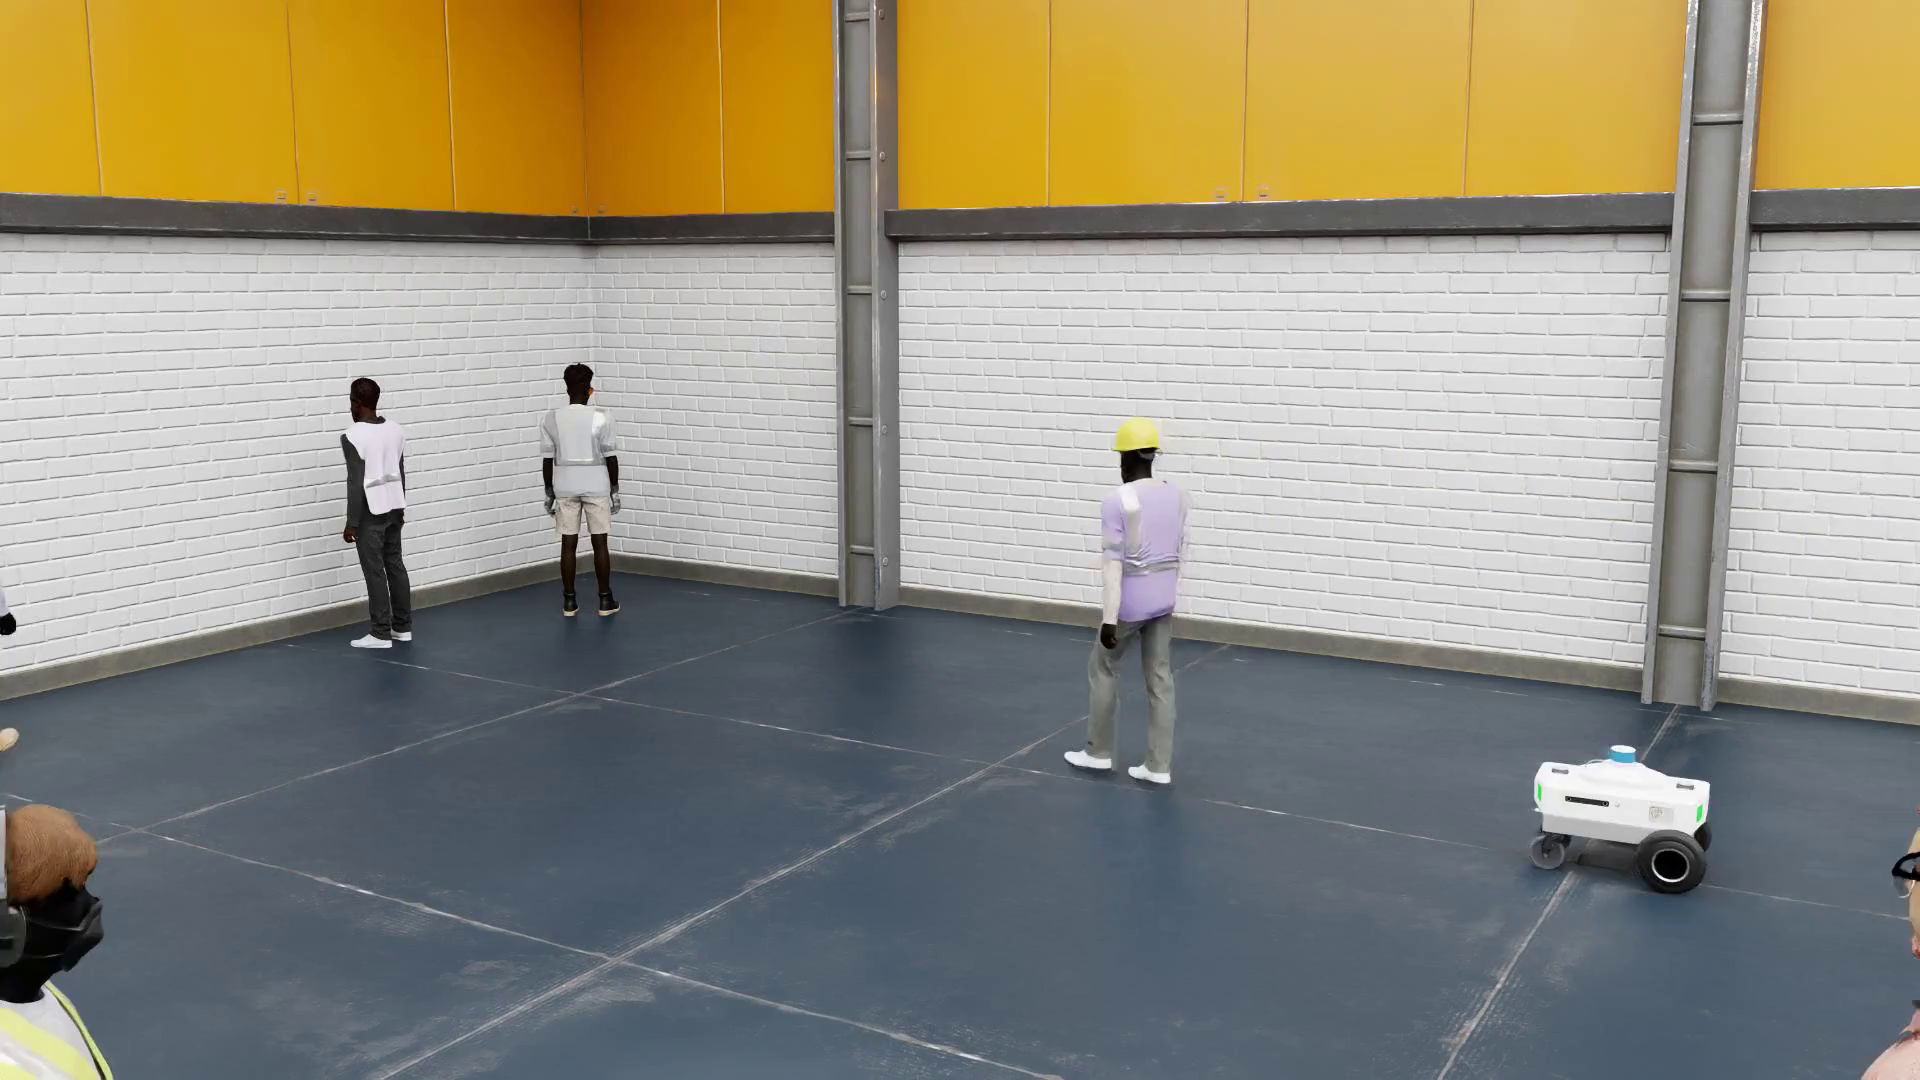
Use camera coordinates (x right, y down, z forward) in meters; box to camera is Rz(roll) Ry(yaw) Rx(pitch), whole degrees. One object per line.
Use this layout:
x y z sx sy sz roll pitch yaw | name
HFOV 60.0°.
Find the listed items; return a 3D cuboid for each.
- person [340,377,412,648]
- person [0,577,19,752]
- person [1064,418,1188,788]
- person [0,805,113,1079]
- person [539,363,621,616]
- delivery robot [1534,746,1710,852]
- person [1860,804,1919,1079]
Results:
-4.131 -0.191 11.794 0.371 1.916 0.597 3 10 18 | person
-5.225 0.376 8.651 0.627 1.798 0.923 3 10 18 | person
0.867 0.312 8.695 0.627 1.898 0.769 -7 11 -36 | person
-1.494 1.317 2.662 0.431 1.834 0.626 -5 10 -28 | person
-2.921 -0.382 12.858 0.600 1.960 0.374 0 9 -1 | person
2.917 1.154 7.352 0.707 0.478 0.477 4 10 26 | delivery robot
1.512 1.309 2.567 0.679 1.888 0.592 -5 10 -27 | person
